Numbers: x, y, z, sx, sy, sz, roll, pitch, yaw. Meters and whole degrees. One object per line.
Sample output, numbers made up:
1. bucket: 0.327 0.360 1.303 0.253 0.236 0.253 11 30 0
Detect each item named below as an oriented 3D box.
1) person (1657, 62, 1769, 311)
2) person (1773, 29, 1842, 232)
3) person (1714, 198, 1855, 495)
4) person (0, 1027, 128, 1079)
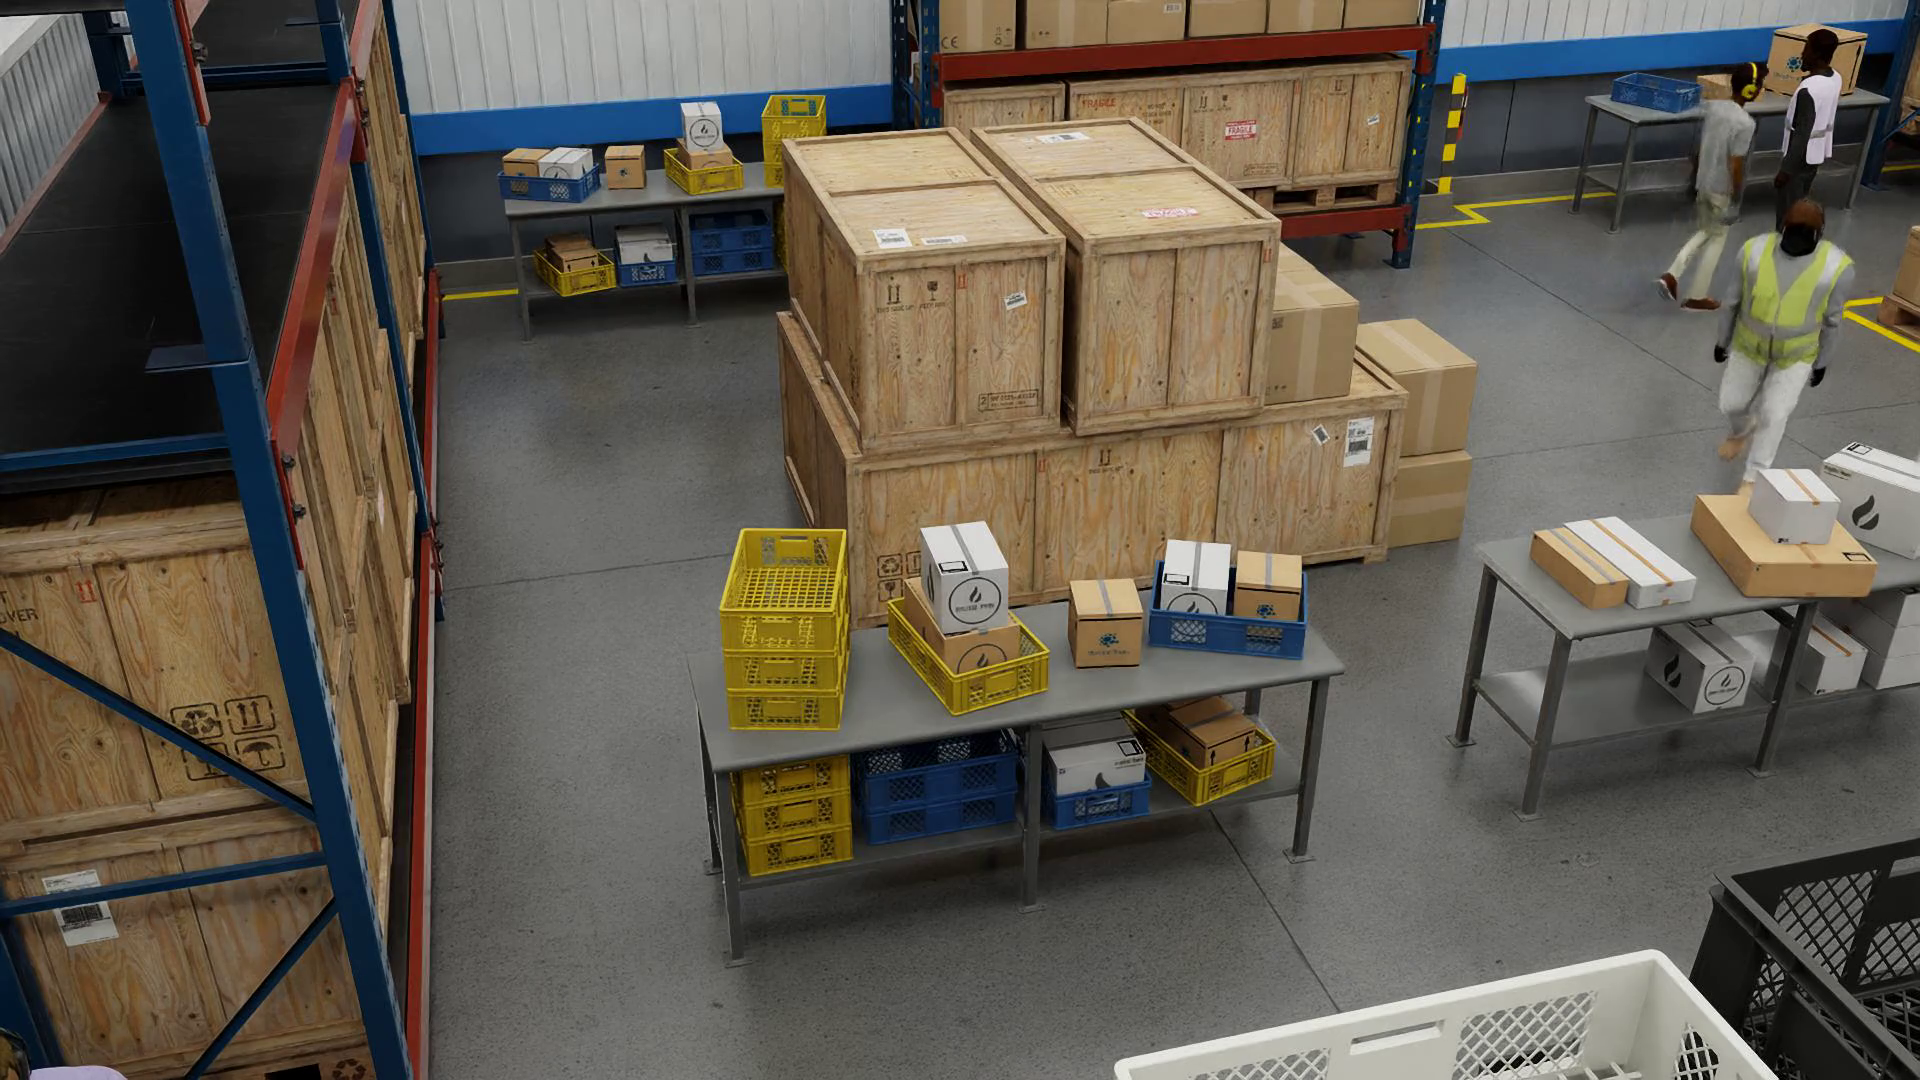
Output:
1. person: 5.492 -2.553 12.102 0.439 1.843 0.567 -9 30 -15
2. person: 6.401 -2.897 12.652 0.371 1.916 0.597 23 36 35
3. person: 4.683 -1.123 9.546 0.640 1.818 0.622 19 34 30
4. person: -2.155 1.872 3.987 0.625 1.933 0.374 -24 37 -36
